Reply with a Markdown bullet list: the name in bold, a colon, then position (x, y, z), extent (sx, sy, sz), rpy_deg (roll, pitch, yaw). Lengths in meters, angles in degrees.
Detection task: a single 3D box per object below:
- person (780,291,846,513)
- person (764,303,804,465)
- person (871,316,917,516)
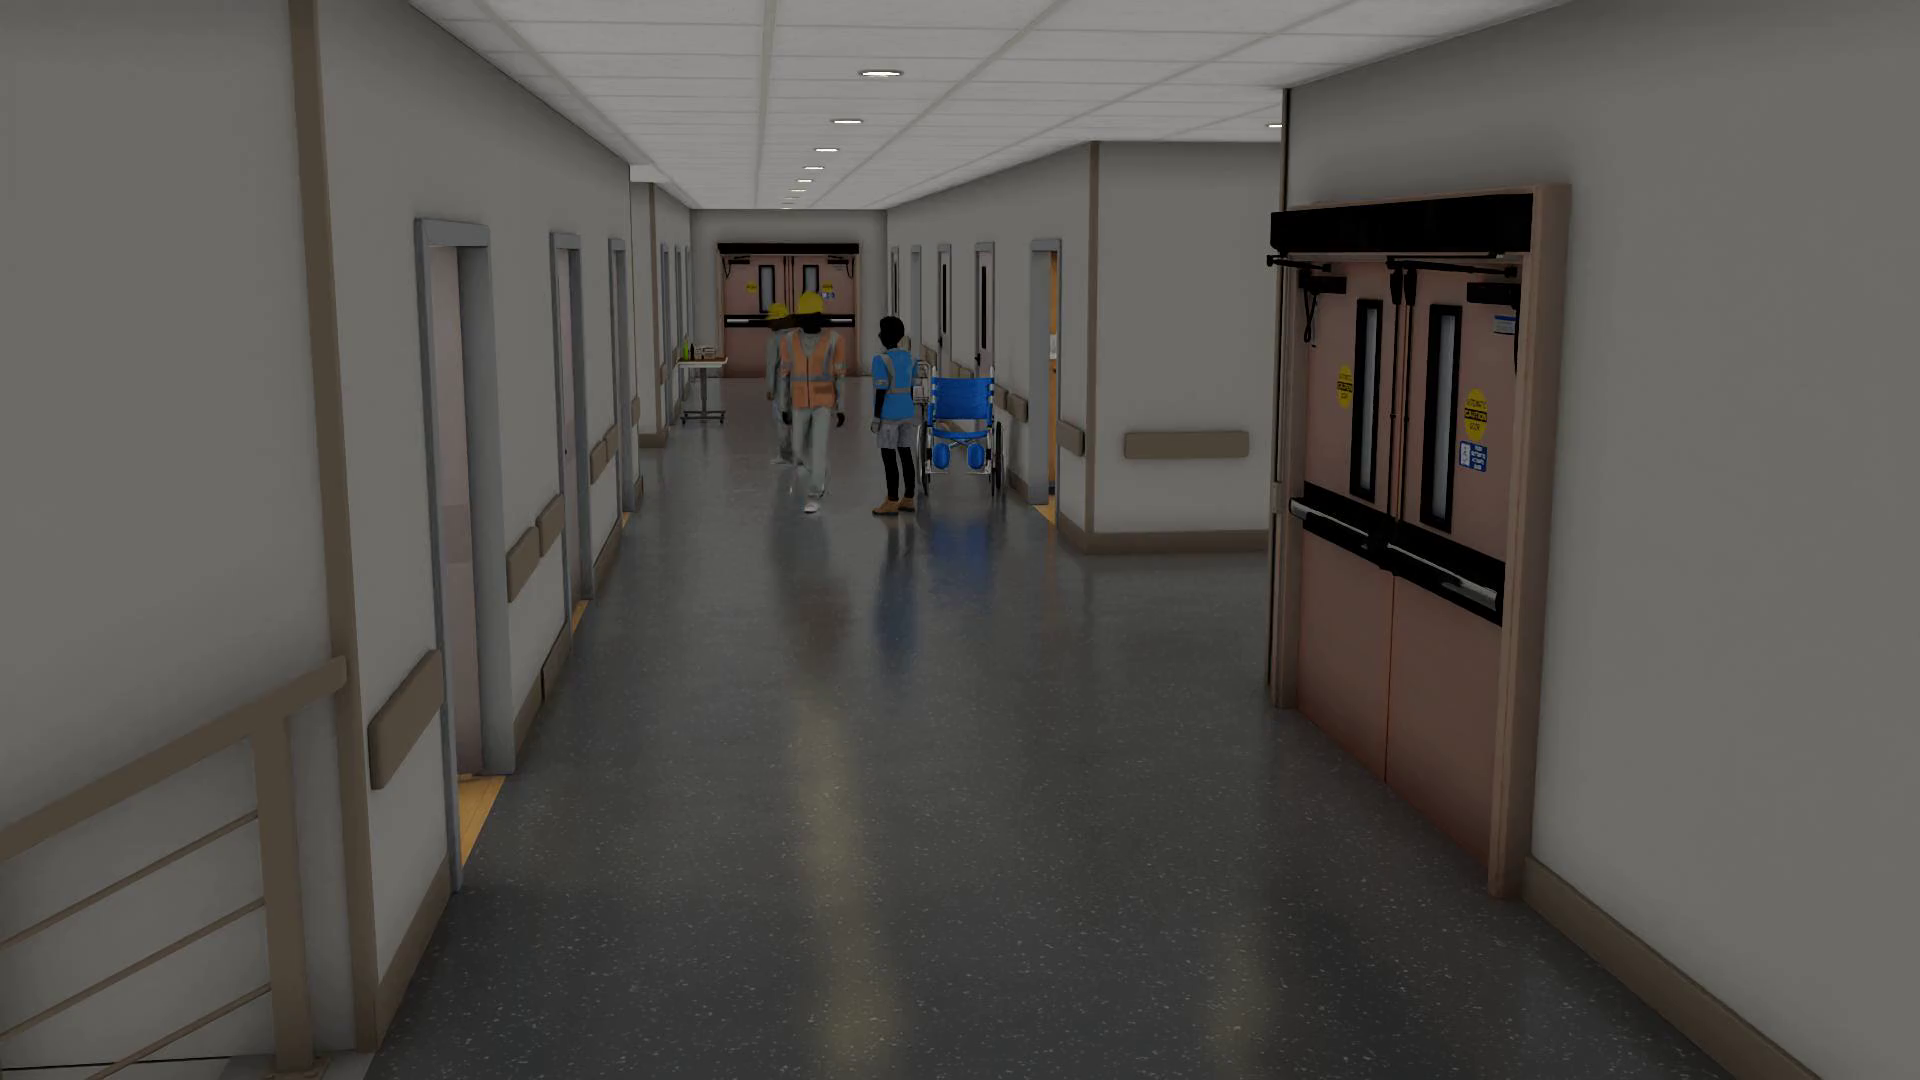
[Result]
- **person**: position (-1.266, -1.211, 14.486), extent (0.594, 1.905, 0.717), rpy_deg (2, 10, 13)
- **person**: position (-1.803, -1.622, 17.416), extent (0.507, 1.710, 0.562), rpy_deg (8, 13, 40)
- **person**: position (-0.570, -1.055, 14.179), extent (0.317, 1.695, 0.540), rpy_deg (7, 12, 35)
